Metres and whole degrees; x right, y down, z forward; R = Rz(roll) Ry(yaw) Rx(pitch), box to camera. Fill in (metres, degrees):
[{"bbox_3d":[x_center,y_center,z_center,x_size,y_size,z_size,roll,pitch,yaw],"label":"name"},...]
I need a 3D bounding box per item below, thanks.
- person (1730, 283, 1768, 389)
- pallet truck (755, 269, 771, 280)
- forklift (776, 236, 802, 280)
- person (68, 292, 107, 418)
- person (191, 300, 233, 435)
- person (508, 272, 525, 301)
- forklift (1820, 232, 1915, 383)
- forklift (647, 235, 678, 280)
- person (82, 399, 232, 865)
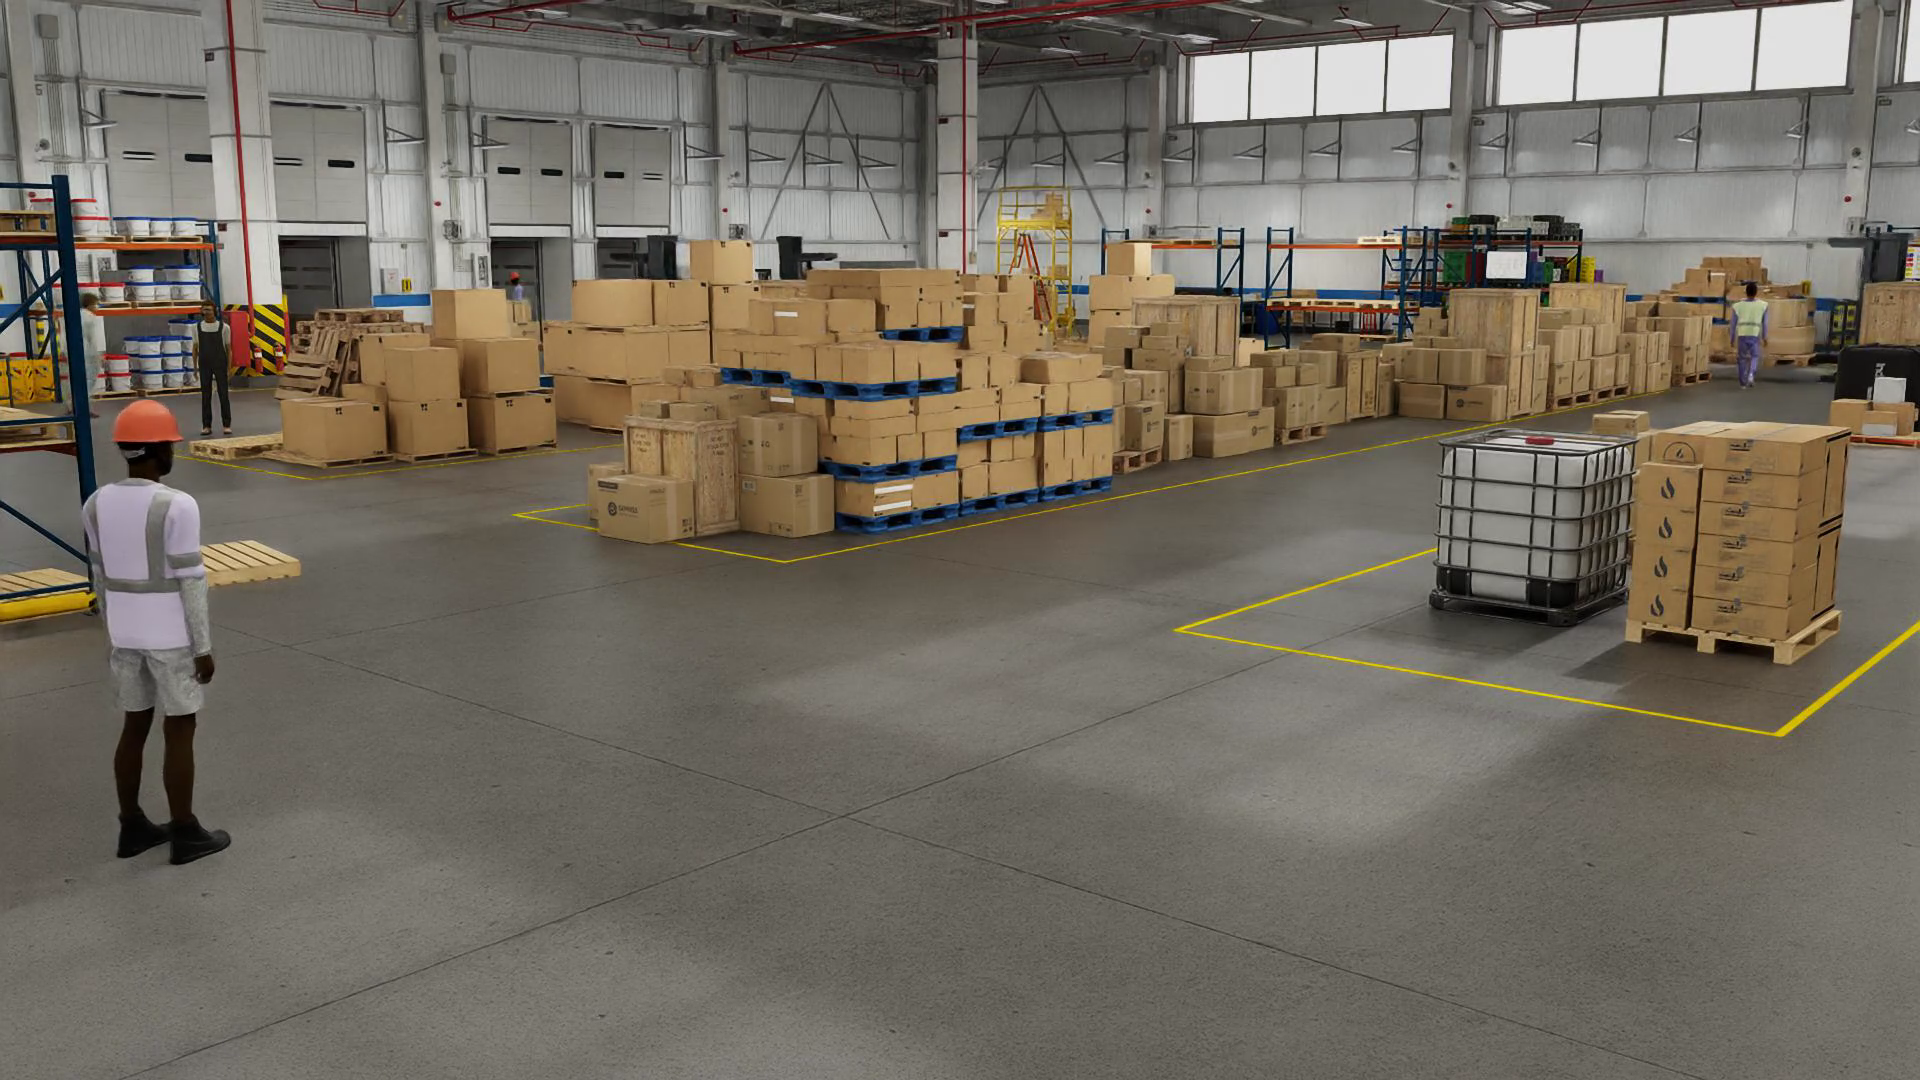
[{"bbox_3d":[14.310,-3.693,30.184,0.628,1.903,0.455,4,11,23],"label":"person"},{"bbox_3d":[-4.996,-6.432,45.525,1.885,1.965,0.823,-6,12,-32],"label":"pallet truck"},{"bbox_3d":[-4.083,-5.895,39.955,1.873,2.768,1.129,2,10,13],"label":"forklift"},{"bbox_3d":[-13.046,-2.752,24.866,0.672,1.898,0.458,7,12,34],"label":"person"},{"bbox_3d":[-10.221,-2.356,22.755,0.508,1.846,0.345,-3,10,-18],"label":"person"},{"bbox_3d":[-11.529,-6.028,43.445,0.479,1.919,0.564,-5,11,-25],"label":"person"},{"bbox_3d":[17.230,-4.291,30.821,1.873,2.768,1.129,8,13,40],"label":"forklift"},{"bbox_3d":[-6.576,-5.380,37.025,1.873,2.768,1.129,3,10,15],"label":"forklift"},{"bbox_3d":[-3.339,0.378,6.946,0.546,1.930,0.385,3,10,18],"label":"person"}]
